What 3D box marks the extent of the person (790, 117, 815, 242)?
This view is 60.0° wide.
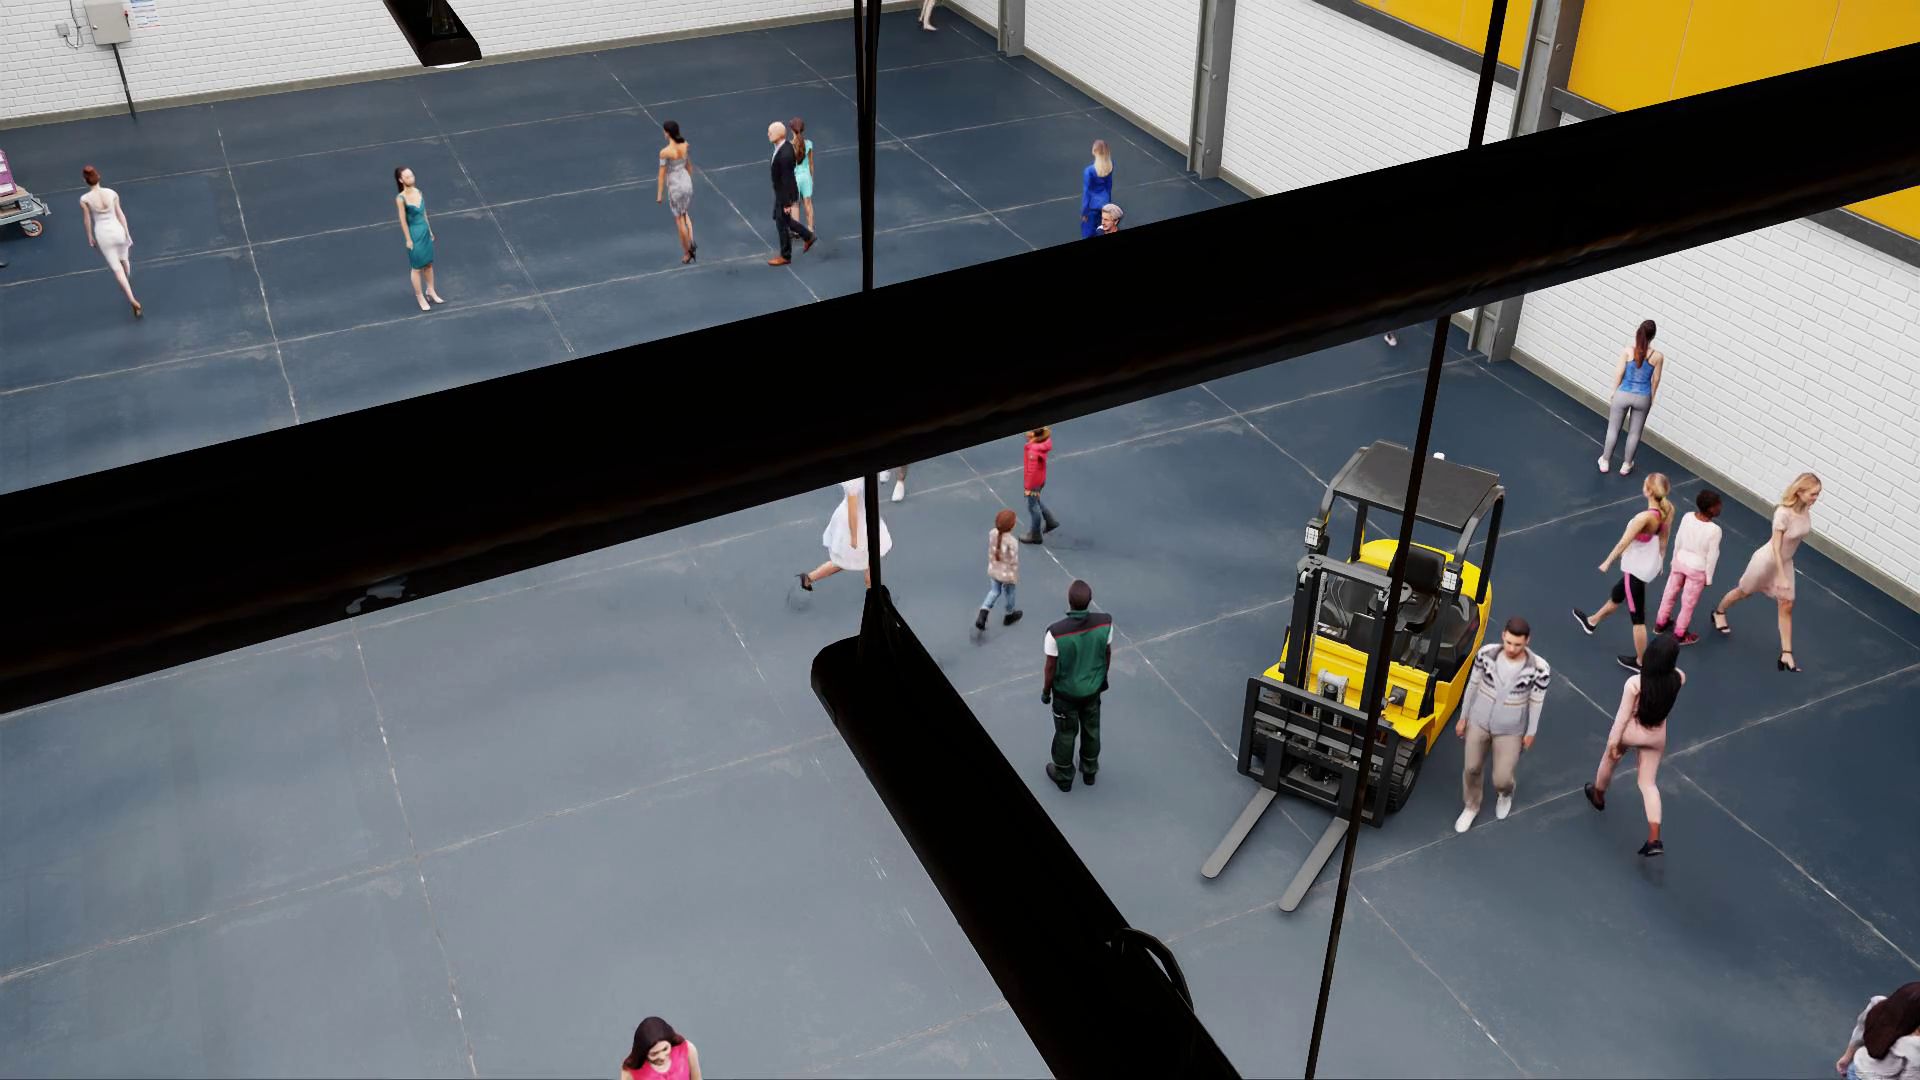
[{"bbox_3d":[-2.013,-4.534,20.854,0.533,1.558,0.516,-15,36,-21],"label":"person"}]

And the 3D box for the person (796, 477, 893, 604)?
[{"bbox_3d":[-0.958,-0.101,13.978,1.118,1.787,1.100,8,34,12],"label":"person"}]

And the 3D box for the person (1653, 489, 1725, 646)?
[{"bbox_3d":[6.083,0.205,13.826,0.619,1.447,0.444,-18,38,-25],"label":"person"}]

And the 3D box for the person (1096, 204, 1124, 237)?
[{"bbox_3d":[1.609,-2.789,17.978,0.726,1.838,0.551,-22,40,-30],"label":"person"}]

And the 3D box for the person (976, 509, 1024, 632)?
[{"bbox_3d":[0.325,0.265,13.973,0.766,1.183,0.723,27,42,34],"label":"person"}]

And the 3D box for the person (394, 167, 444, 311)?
[{"bbox_3d":[-6.251,-3.483,19.158,0.658,1.686,0.617,16,37,22],"label":"person"}]

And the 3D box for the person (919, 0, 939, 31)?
[{"bbox_3d":[-0.516,-9.535,28.272,0.938,1.677,0.685,-10,35,-15],"label":"person"}]

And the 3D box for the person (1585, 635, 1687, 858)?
[{"bbox_3d":[4.840,1.462,11.718,0.858,1.687,1.243,-4,34,-6],"label":"person"}]

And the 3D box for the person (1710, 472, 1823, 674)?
[{"bbox_3d":[6.536,0.177,13.578,0.604,1.769,1.194,-13,36,-19],"label":"person"}]

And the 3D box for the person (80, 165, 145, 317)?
[{"bbox_3d":[-9.621,-3.353,18.909,0.702,1.746,1.140,-20,39,-27],"label":"person"}]

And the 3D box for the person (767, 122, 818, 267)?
[{"bbox_3d":[-2.041,-4.206,20.155,0.883,1.786,0.905,-5,34,-8],"label":"person"}]

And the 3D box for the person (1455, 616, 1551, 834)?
[{"bbox_3d":[3.858,1.267,11.873,0.857,1.839,0.921,20,39,27],"label":"person"}]

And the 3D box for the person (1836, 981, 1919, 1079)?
[{"bbox_3d":[5.043,3.093,9.343,0.888,1.600,1.049,-3,34,-5],"label":"person"}]

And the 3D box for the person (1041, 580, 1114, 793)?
[{"bbox_3d":[0.859,1.067,12.174,0.705,1.839,0.633,-10,35,-15],"label":"person"}]

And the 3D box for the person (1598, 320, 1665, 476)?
[{"bbox_3d":[6.491,-1.374,16.055,0.654,1.609,0.715,12,35,17],"label":"person"}]

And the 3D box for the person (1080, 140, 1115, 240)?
[{"bbox_3d":[1.674,-3.919,19.815,0.769,1.684,0.989,-24,41,-32],"label":"person"}]

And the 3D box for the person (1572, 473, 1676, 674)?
[{"bbox_3d":[5.542,0.316,13.383,0.719,1.751,1.096,-20,39,-28],"label":"person"}]

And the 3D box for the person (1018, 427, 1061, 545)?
[{"bbox_3d":[0.751,-0.533,15.060,0.716,1.309,0.659,7,34,11],"label":"person"}]

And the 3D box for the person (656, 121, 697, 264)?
[{"bbox_3d":[-3.328,-4.171,20.075,0.701,1.816,0.714,25,41,33],"label":"person"}]

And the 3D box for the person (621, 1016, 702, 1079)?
[{"bbox_3d":[-1.637,3.167,9.197,0.742,1.638,1.023,-24,41,-32],"label":"person"}]
